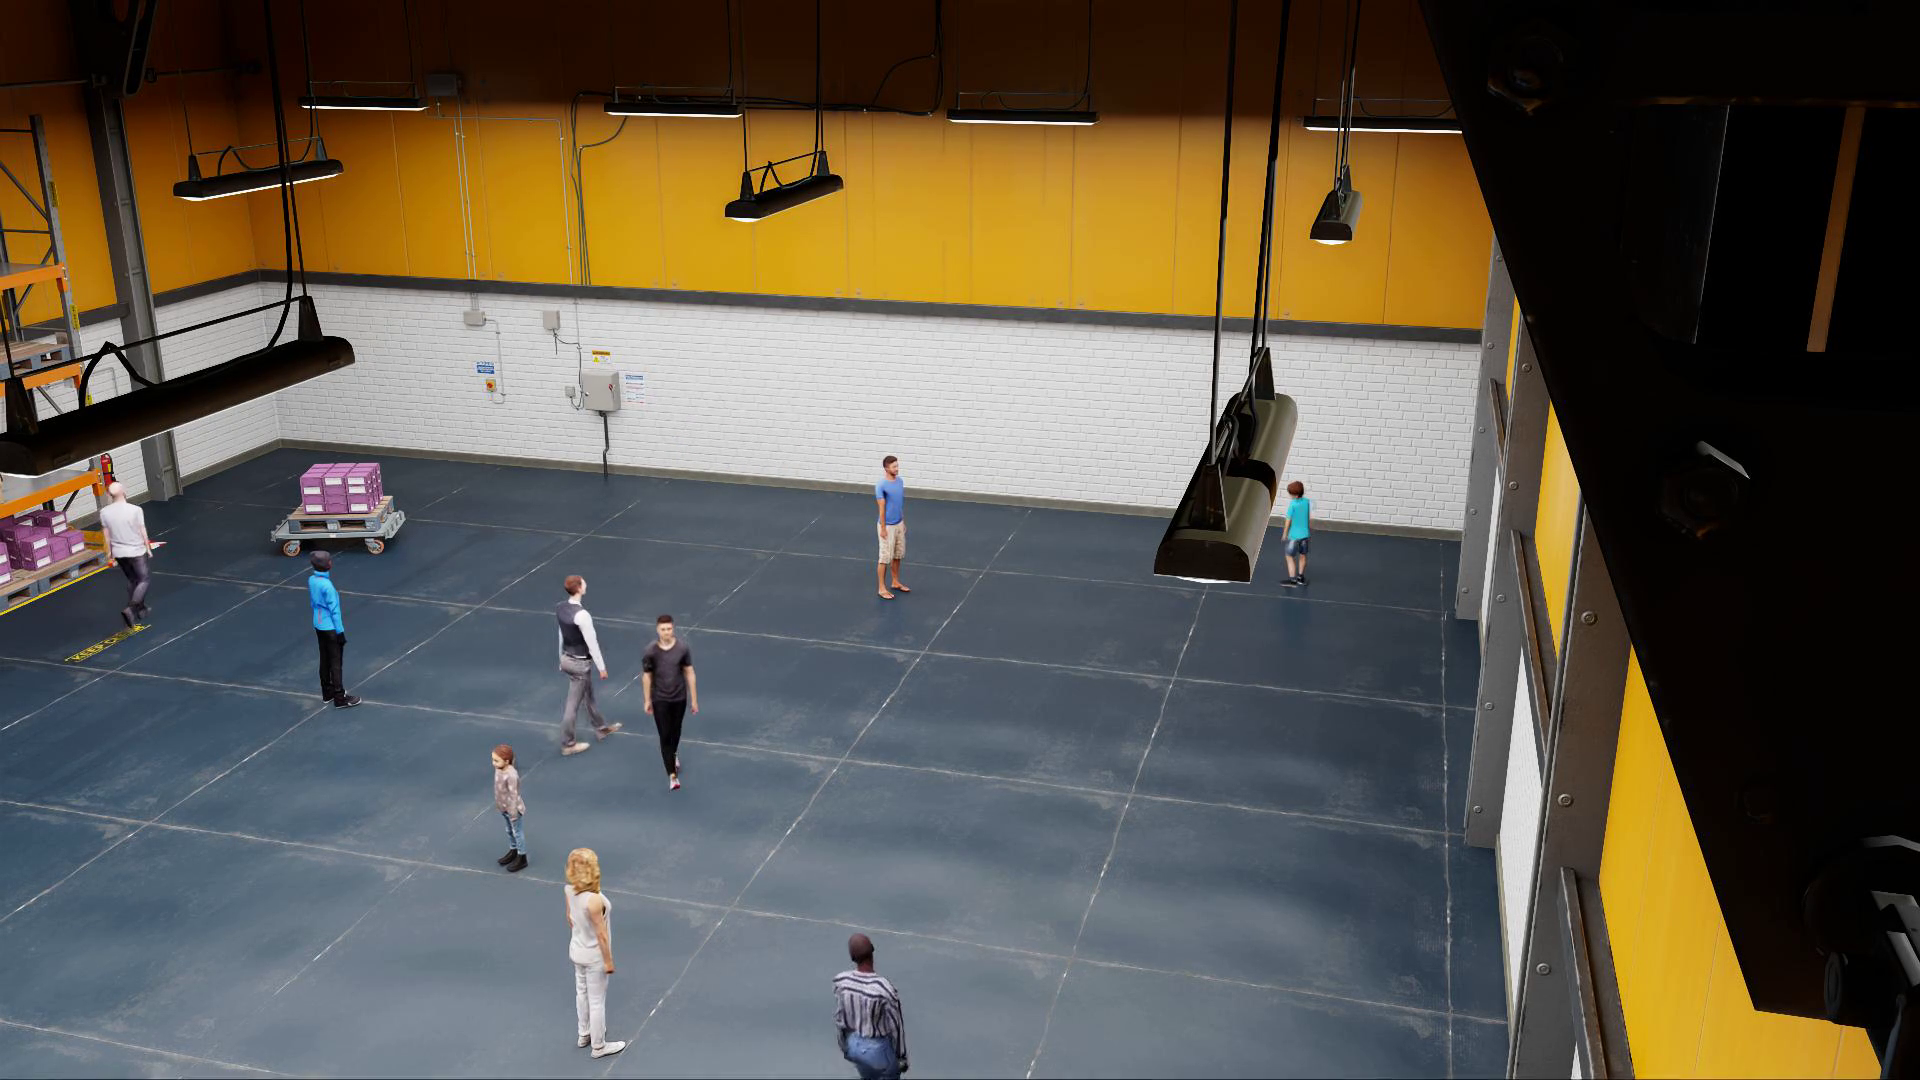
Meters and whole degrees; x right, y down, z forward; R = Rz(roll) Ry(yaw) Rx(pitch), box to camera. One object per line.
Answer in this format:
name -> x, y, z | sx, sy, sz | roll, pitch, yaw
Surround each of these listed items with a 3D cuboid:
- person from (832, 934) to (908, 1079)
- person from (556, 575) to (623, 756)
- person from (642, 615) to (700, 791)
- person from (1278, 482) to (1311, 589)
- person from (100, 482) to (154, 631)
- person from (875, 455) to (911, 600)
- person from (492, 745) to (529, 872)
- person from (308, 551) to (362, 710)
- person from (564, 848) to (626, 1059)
person -> -0.622, 3.436, 10.913 | 0.727, 1.753, 0.631 | 13, 22, 33
person -> -4.002, 1.293, 17.016 | 1.115, 1.918, 1.002 | -15, 24, -37
person -> -2.891, 1.560, 16.549 | 1.065, 1.711, 1.239 | -6, 20, -18
person -> 4.478, -0.102, 21.919 | 0.690, 1.433, 0.748 | -5, 19, -13
person -> -10.233, 0.198, 20.436 | 0.823, 1.812, 1.145 | 0, 19, 1
person -> -0.899, -0.202, 21.542 | 0.779, 1.864, 0.634 | 14, 23, 35
person -> -4.028, 2.380, 14.922 | 0.582, 1.195, 0.546 | -17, 25, -41
person -> -6.920, 0.964, 18.188 | 0.689, 1.794, 0.687 | 15, 24, 38
person -> -2.741, 3.022, 12.270 | 0.701, 1.670, 0.687 | -17, 25, -41
